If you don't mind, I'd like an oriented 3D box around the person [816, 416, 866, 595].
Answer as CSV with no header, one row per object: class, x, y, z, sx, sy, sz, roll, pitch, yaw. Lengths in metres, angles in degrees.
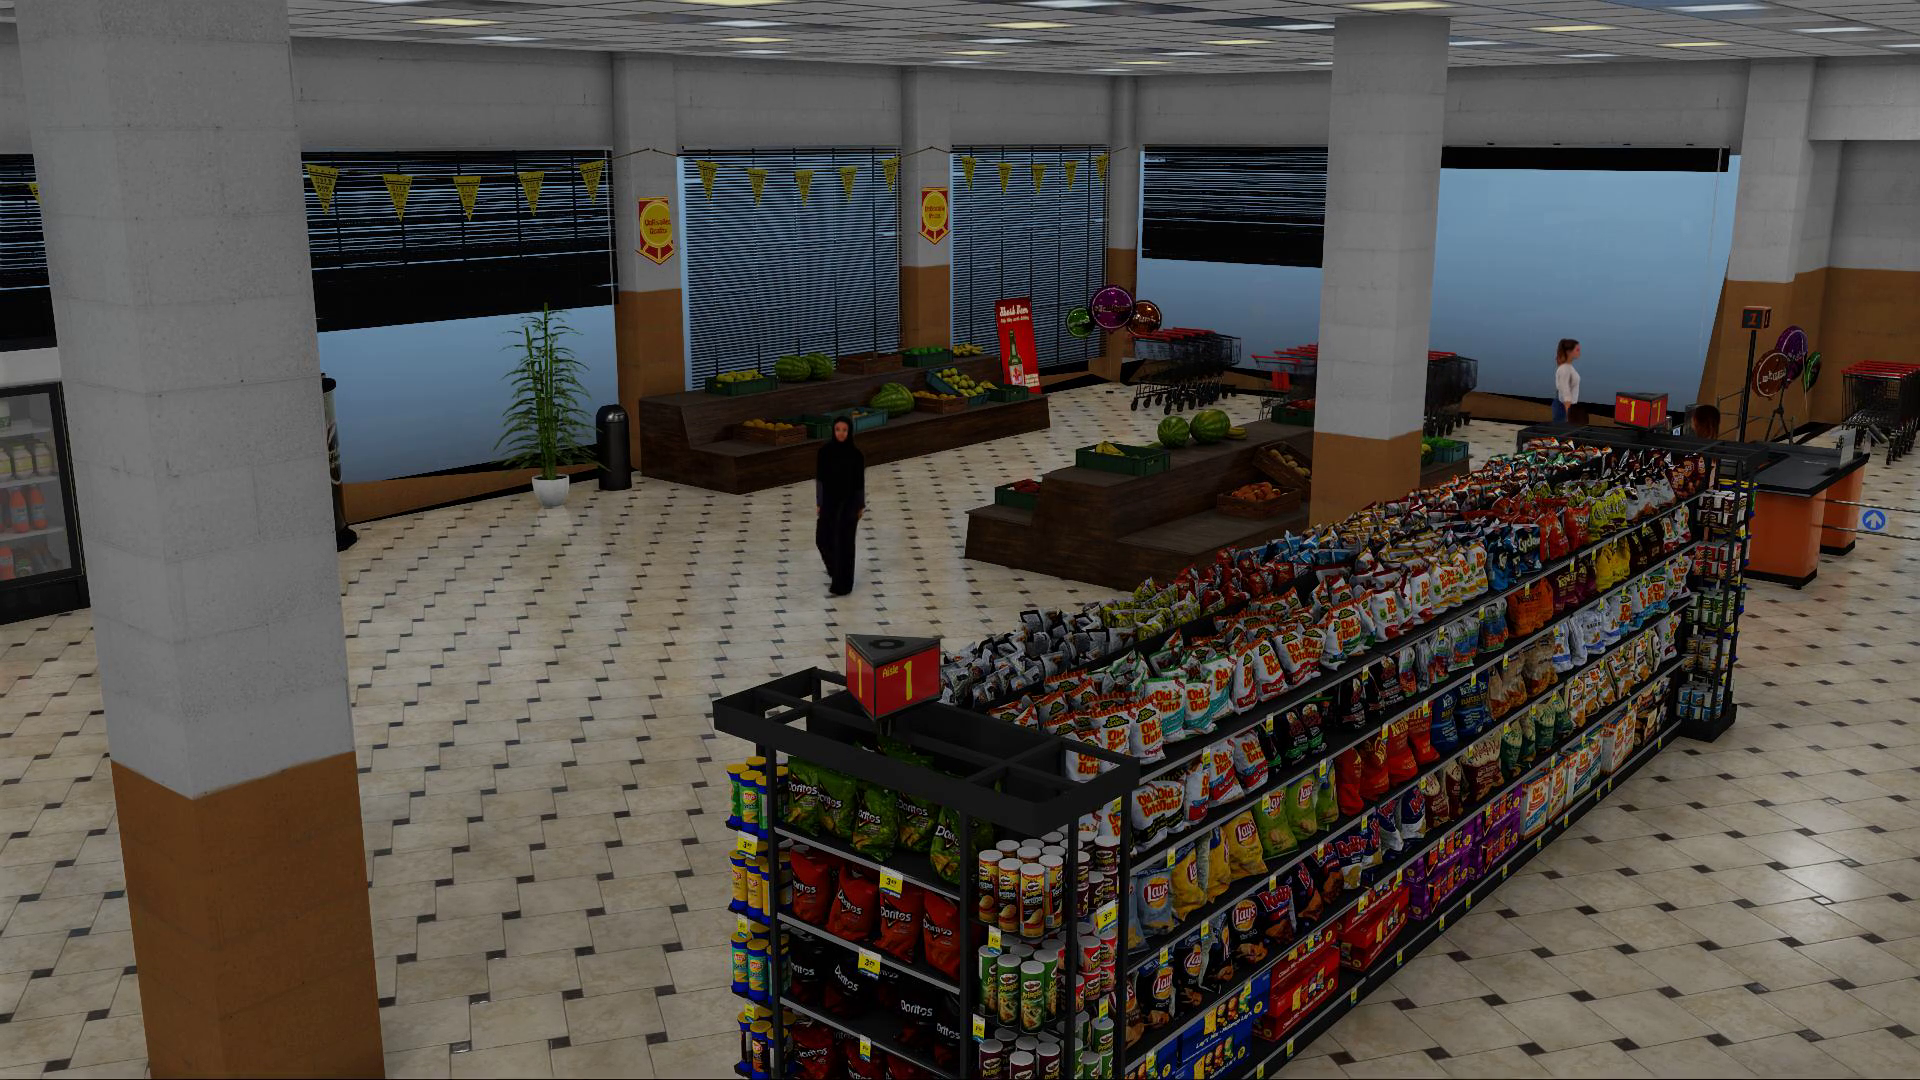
person,-1.081,-0.335,15.111,0.853,1.599,0.988,2,14,8
